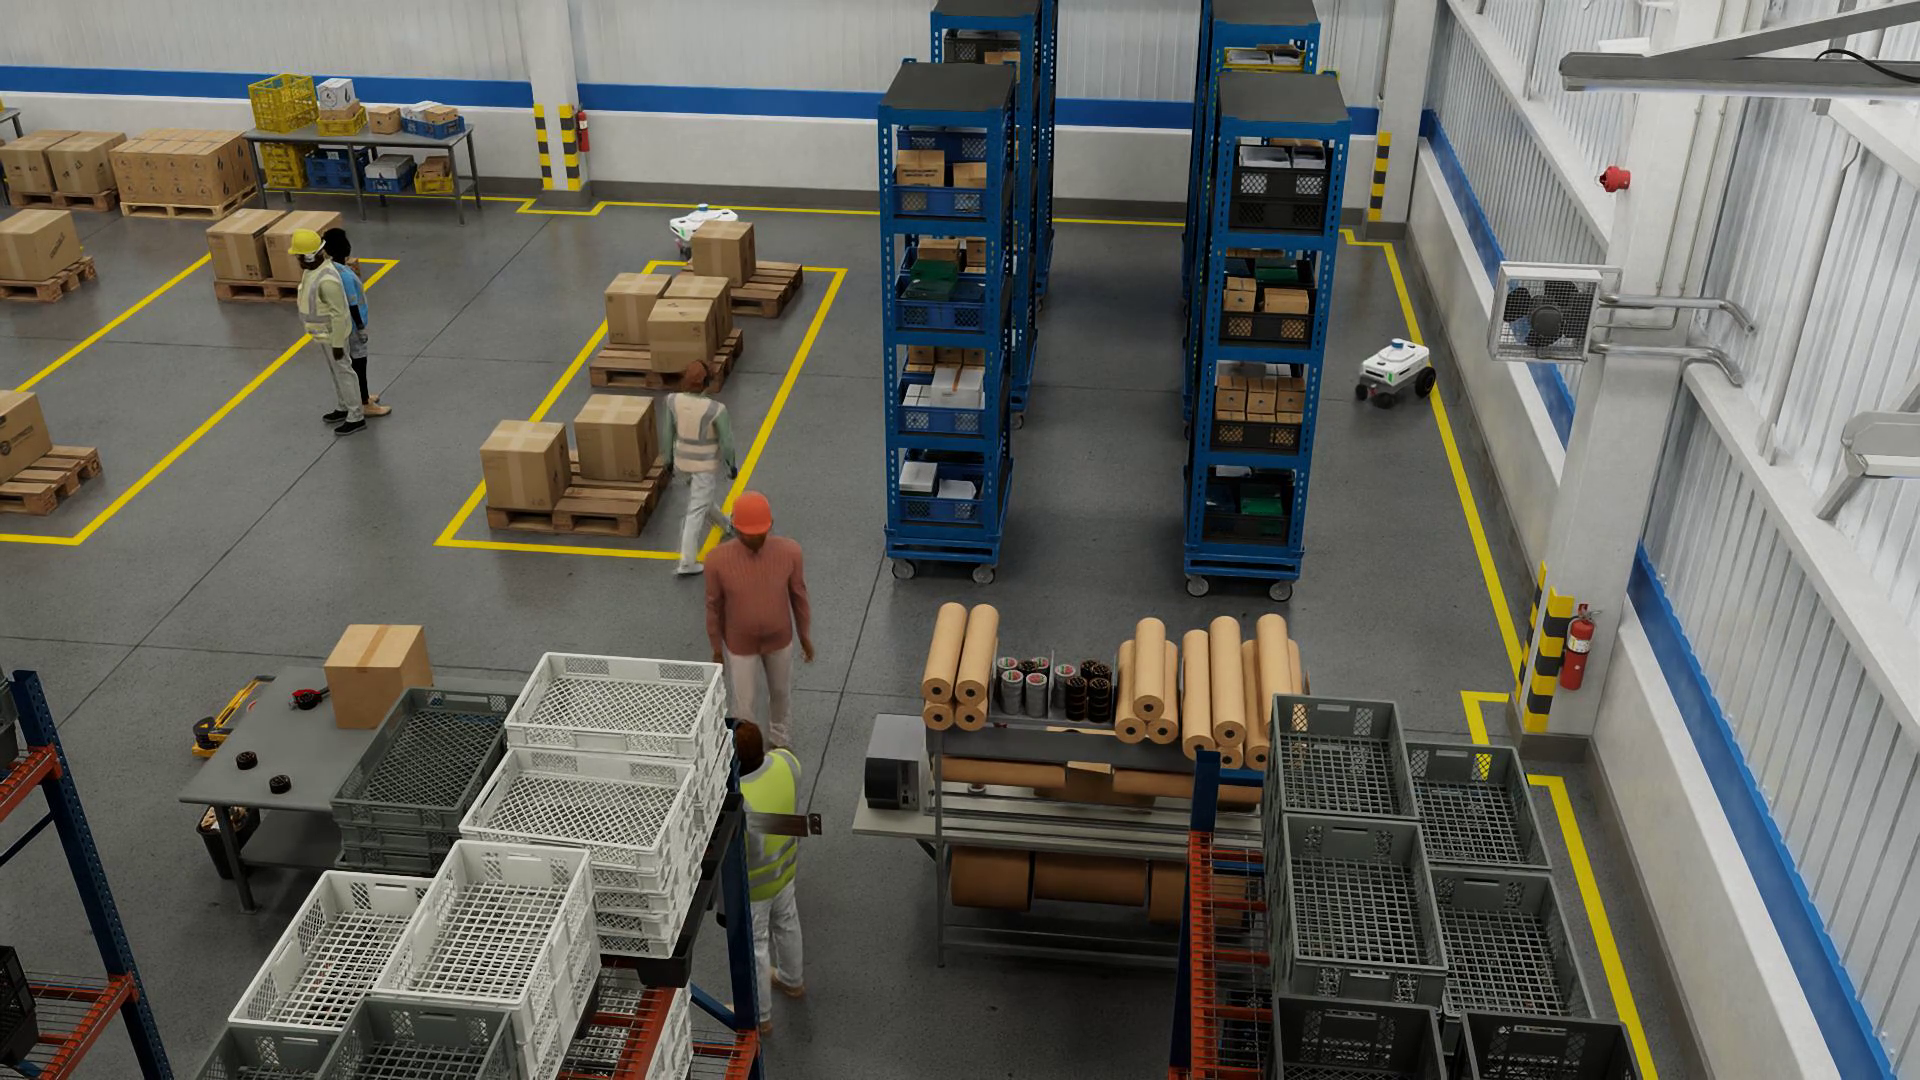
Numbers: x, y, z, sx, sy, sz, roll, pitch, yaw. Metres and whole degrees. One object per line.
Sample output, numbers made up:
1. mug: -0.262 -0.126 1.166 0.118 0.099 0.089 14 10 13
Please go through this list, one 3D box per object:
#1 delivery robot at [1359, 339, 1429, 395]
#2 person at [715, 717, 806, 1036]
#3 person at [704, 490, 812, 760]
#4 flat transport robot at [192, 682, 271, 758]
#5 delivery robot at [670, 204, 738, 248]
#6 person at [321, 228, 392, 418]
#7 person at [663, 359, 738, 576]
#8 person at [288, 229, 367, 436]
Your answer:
1. delivery robot: 3.913 -1.572 14.977 0.477 0.478 0.707 25 39 36
2. person: -1.025 1.654 8.268 0.430 1.837 0.629 16 34 25
3. person: -1.196 0.590 9.941 0.615 1.996 0.402 -10 32 -16
4. flat transport robot: -4.089 1.163 10.648 1.431 0.197 0.652 3 30 6
5. delivery robot: -2.791 -3.423 18.156 0.707 0.478 0.477 -18 35 -28
6. person: -5.299 -1.896 14.492 0.318 1.700 0.534 -20 35 -30
7. person: -1.915 -0.574 12.325 0.533 1.581 0.898 15 33 24
8. person: -5.384 -1.779 14.167 0.404 1.826 0.587 -17 34 -27
